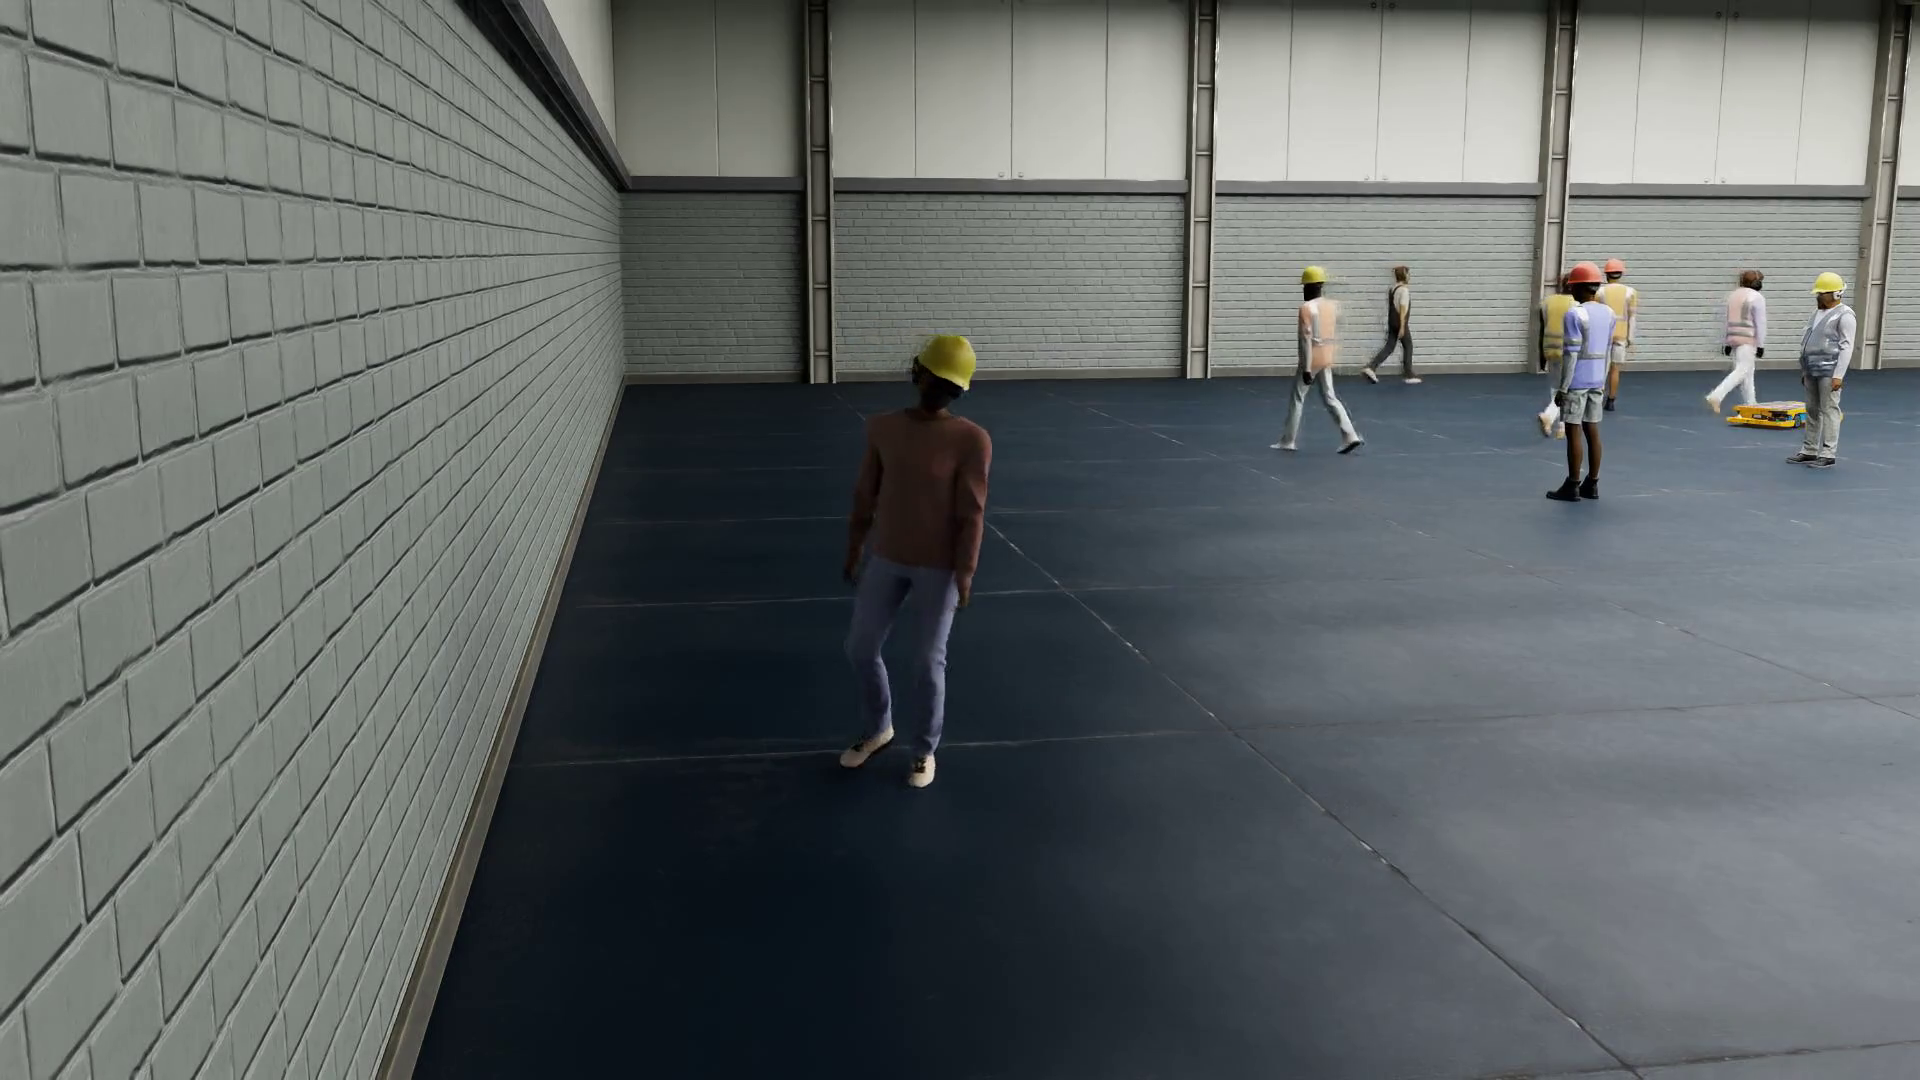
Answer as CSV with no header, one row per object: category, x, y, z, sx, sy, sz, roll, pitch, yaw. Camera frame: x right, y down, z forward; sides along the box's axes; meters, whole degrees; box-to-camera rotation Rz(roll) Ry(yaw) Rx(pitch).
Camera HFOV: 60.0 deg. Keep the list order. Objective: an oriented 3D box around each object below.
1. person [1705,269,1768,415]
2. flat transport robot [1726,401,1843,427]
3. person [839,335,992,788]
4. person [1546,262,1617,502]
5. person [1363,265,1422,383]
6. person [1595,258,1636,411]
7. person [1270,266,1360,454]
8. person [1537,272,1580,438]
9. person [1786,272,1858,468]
person,9.666,-2.447,20.598,0.852,1.820,0.637,-1,10,-7
flat transport robot,9.666,-1.483,19.473,1.431,0.197,0.652,-7,12,-36
person,-0.159,0.093,6.253,0.617,1.723,0.358,4,11,24
person,5.037,-1.280,13.515,0.551,1.934,0.362,-6,12,-31
person,6.635,-3.282,25.401,0.875,1.819,0.516,-2,10,-12
person,8.233,-2.586,21.052,0.565,1.932,0.427,2,10,12
person,3.604,-1.801,16.691,0.601,1.892,0.979,-9,13,-41
person,6.419,-1.957,17.769,0.722,1.823,0.638,-7,12,-33
person,8.092,-1.589,15.605,0.404,1.828,0.587,-1,10,-7
